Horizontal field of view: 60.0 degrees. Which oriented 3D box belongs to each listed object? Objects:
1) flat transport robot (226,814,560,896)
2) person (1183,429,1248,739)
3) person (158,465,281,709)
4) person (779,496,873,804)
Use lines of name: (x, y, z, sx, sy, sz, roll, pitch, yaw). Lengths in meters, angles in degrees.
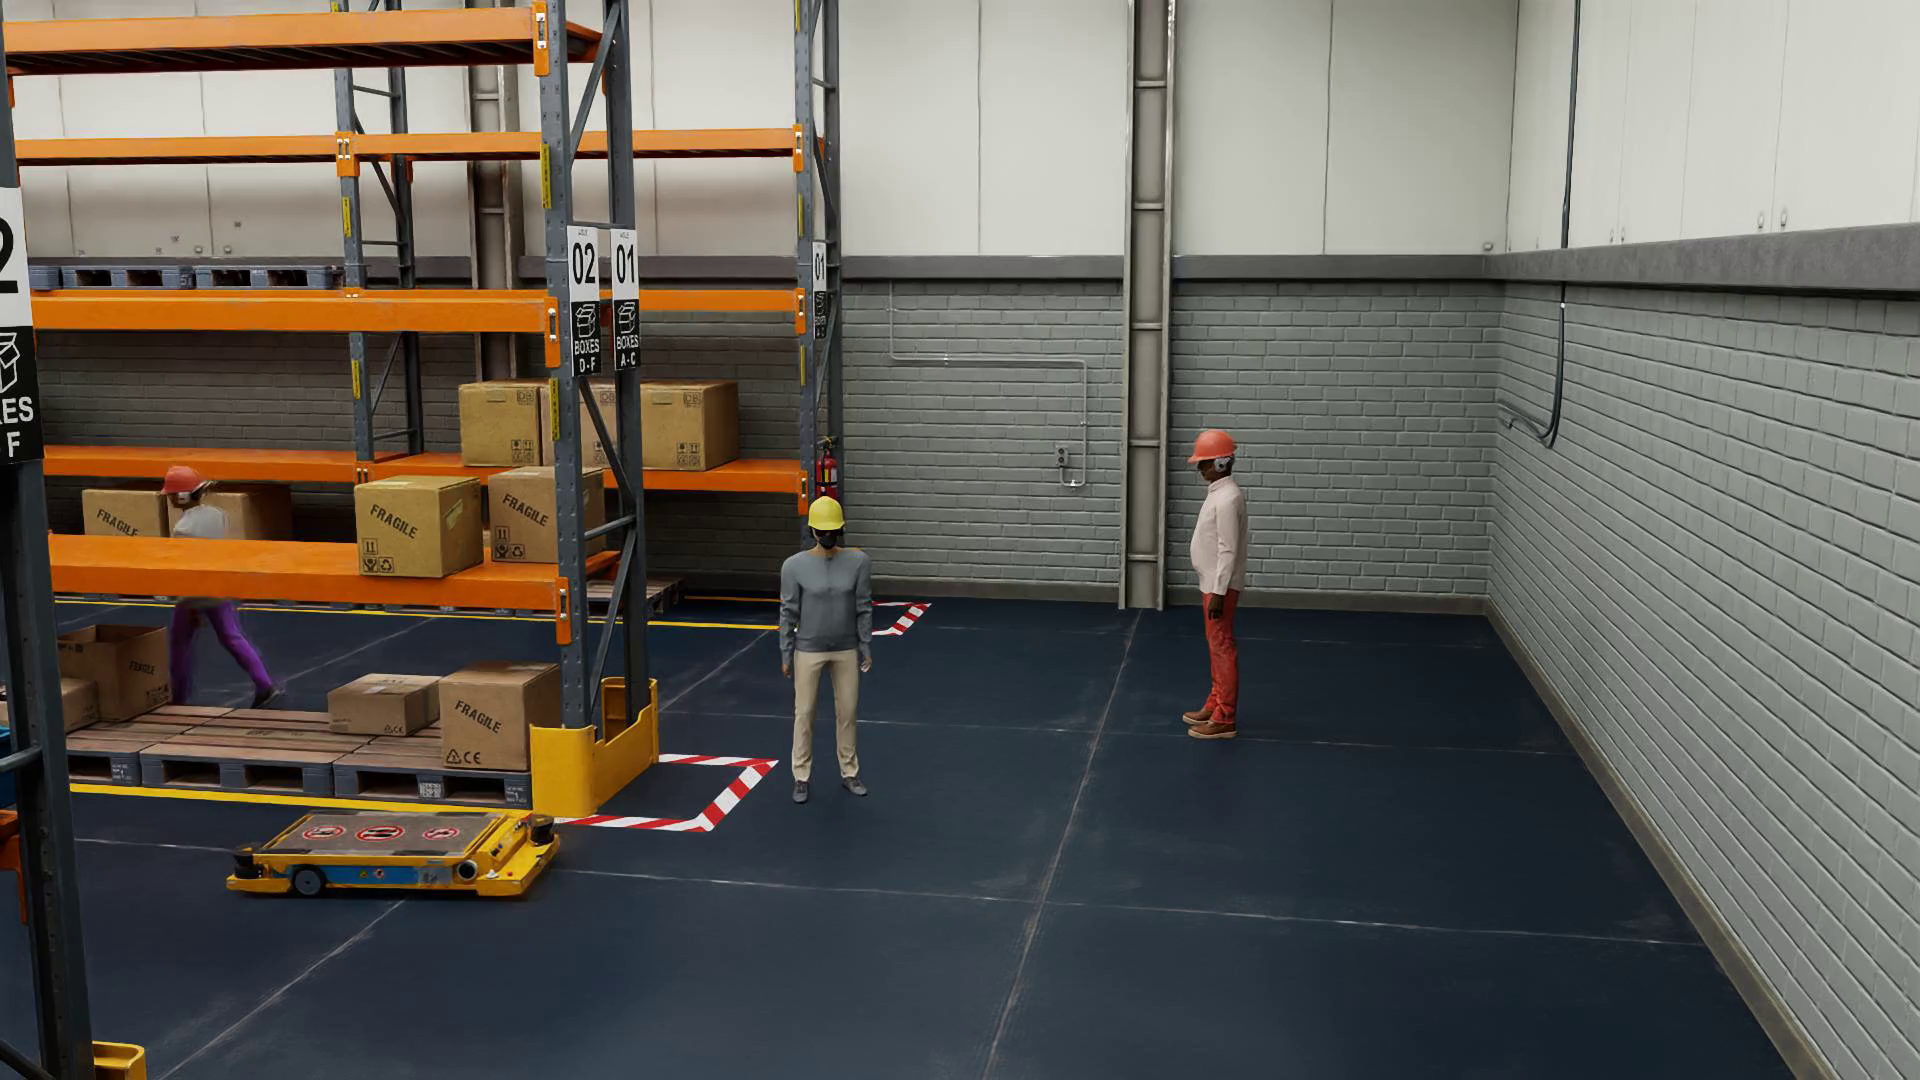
flat transport robot: (-2.776, 1.537, 8.217, 1.431, 0.197, 0.652, 0, 9, 2)
person: (1.651, 0.278, 10.714, 0.384, 1.991, 0.609, 1, 9, 4)
person: (-5.061, 0.337, 11.202, 0.866, 1.716, 0.559, 2, 9, 9)
person: (-0.750, 0.619, 9.353, 0.540, 1.755, 0.377, -4, 10, -21)
